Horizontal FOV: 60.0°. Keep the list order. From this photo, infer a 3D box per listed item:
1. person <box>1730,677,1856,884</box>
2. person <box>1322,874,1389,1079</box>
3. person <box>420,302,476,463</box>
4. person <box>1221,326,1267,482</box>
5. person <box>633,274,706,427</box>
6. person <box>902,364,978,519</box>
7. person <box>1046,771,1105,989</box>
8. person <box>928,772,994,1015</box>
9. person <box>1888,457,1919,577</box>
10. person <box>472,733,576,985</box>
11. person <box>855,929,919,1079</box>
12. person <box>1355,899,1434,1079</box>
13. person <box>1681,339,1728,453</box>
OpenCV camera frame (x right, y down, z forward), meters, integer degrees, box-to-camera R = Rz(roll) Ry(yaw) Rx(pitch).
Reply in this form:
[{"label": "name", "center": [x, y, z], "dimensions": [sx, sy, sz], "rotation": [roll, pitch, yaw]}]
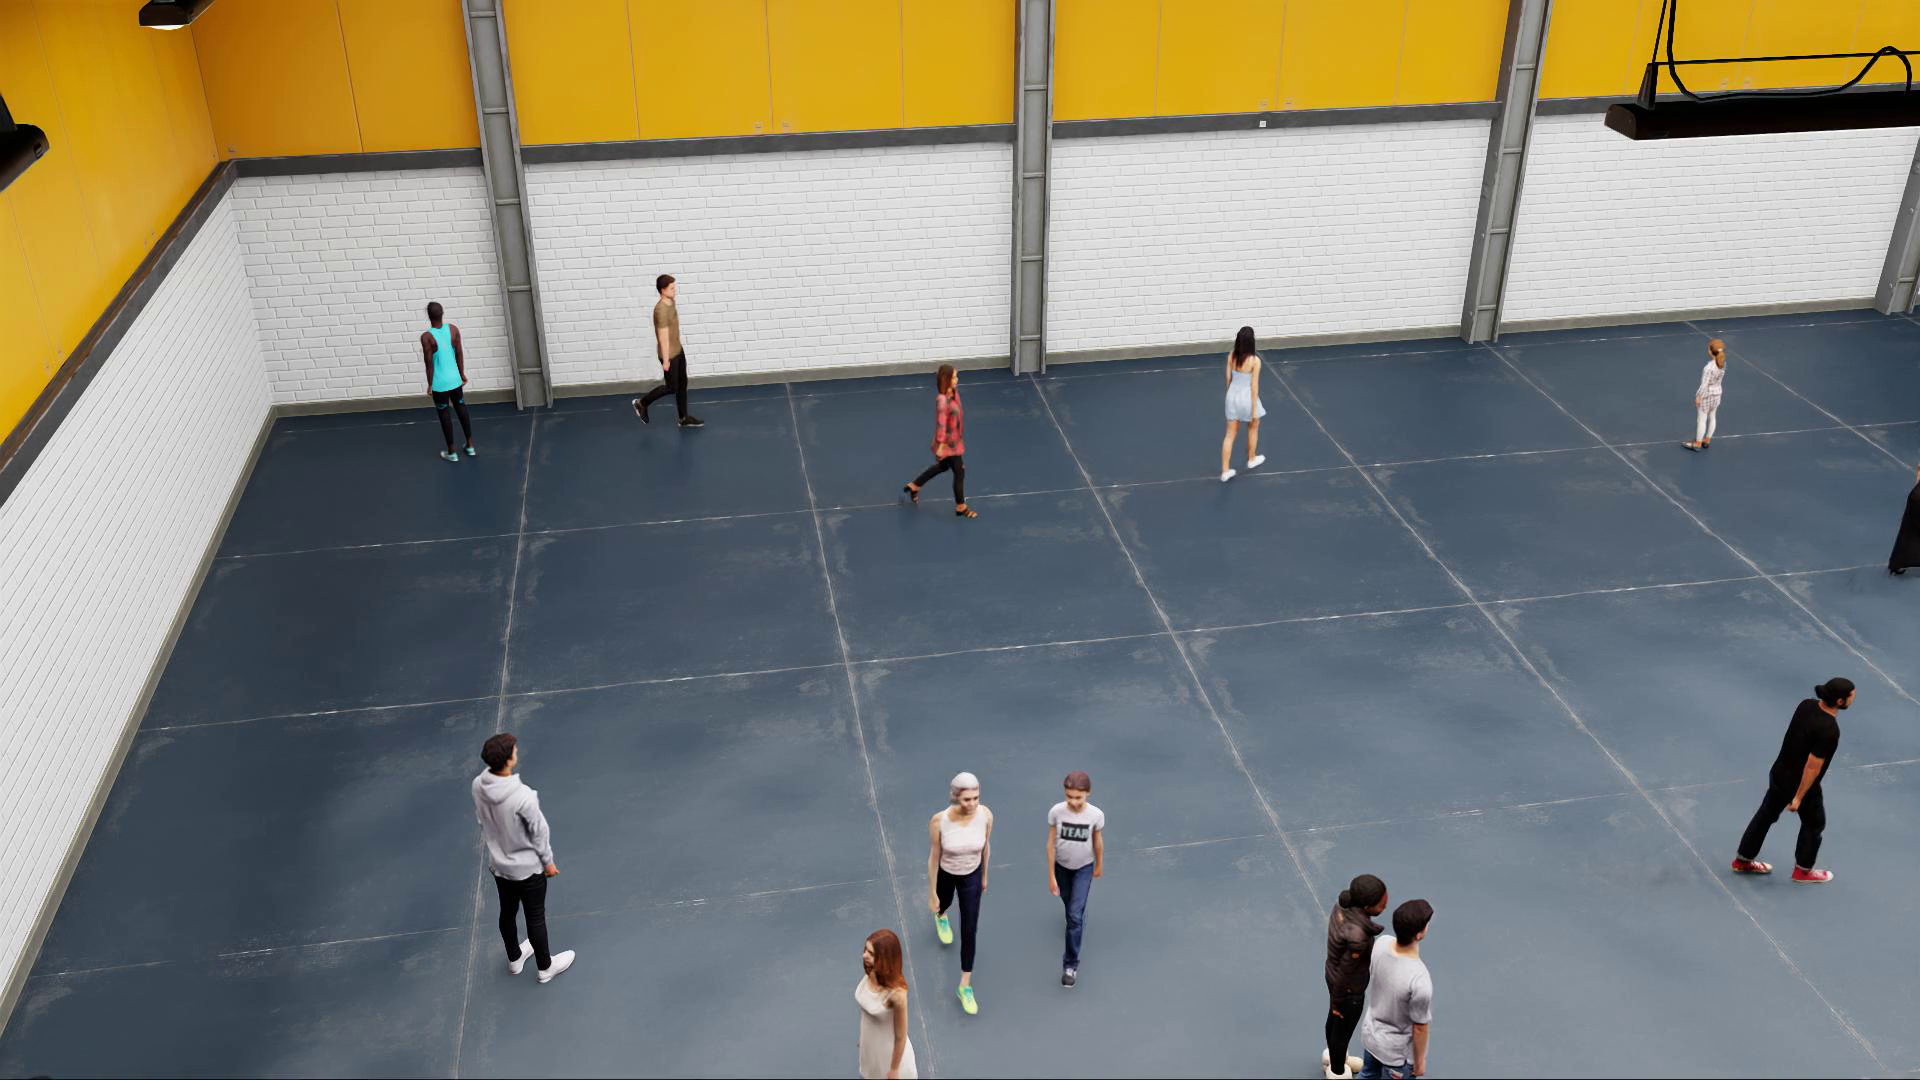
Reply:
[{"label": "person", "center": [5.887, 1.721, 11.898], "dimensions": [0.926, 1.725, 0.685], "rotation": [-2, 29, -3]}, {"label": "person", "center": [2.350, 2.706, 10.160], "dimensions": [0.603, 1.660, 0.650], "rotation": [-5, 29, -8]}, {"label": "person", "center": [-5.606, -1.733, 18.142], "dimensions": [0.646, 1.811, 0.758], "rotation": [-24, 37, -36]}, {"label": "person", "center": [2.939, -1.419, 17.675], "dimensions": [0.933, 1.707, 1.009], "rotation": [21, 35, 33]}, {"label": "person", "center": [-3.354, -2.112, 18.809], "dimensions": [1.092, 1.836, 0.820], "rotation": [2, 29, 3]}, {"label": "person", "center": [-0.200, -1.008, 16.948], "dimensions": [1.111, 1.681, 0.844], "rotation": [5, 29, 9]}, {"label": "person", "center": [0.765, 2.158, 11.312], "dimensions": [1.041, 1.520, 0.884], "rotation": [7, 29, 12]}, {"label": "person", "center": [-0.046, 2.207, 11.078], "dimensions": [1.129, 1.658, 0.696], "rotation": [-6, 29, -10]}, {"label": "person", "center": [9.148, -0.348, 15.834], "dimensions": [0.806, 1.588, 0.691], "rotation": [-13, 31, -23]}, {"label": "person", "center": [-2.936, 2.103, 10.984], "dimensions": [0.732, 1.931, 0.837], "rotation": [11, 31, 20]}, {"label": "person", "center": [-0.430, 2.933, 9.691], "dimensions": [0.641, 1.711, 0.631], "rotation": [-16, 33, -27]}, {"label": "person", "center": [2.506, 2.861, 9.641], "dimensions": [0.649, 1.886, 0.713], "rotation": [-11, 30, -19]}, {"label": "person", "center": [8.319, -1.610, 18.438], "dimensions": [0.529, 1.310, 0.646], "rotation": [-16, 32, -27]}]
